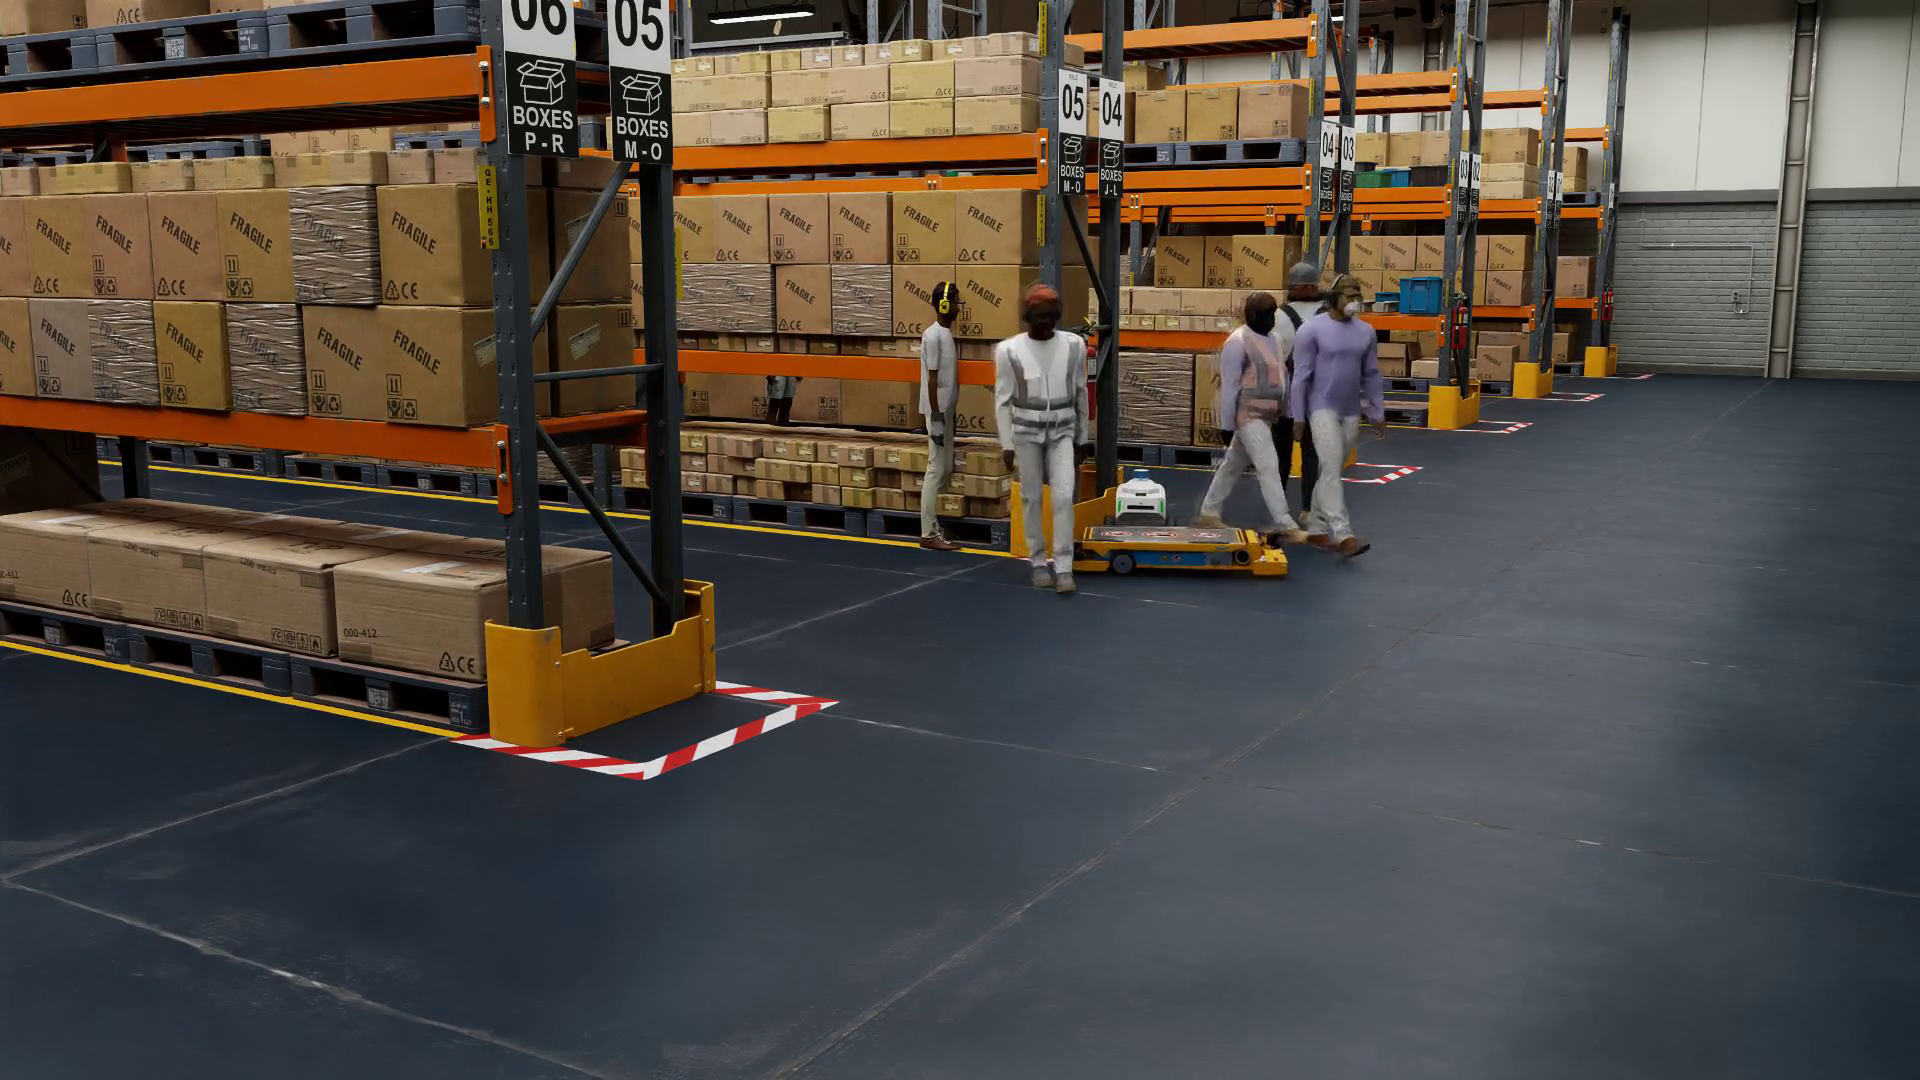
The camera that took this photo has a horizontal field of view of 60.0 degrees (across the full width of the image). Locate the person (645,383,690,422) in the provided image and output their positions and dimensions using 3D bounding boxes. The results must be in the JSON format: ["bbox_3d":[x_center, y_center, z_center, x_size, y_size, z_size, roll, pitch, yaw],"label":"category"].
[{"bbox_3d":[-3.159,-2.014,18.173,0.828,1.893,0.622,5,11,29],"label":"person"}]

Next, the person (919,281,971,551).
[{"bbox_3d":[-0.109,-0.853,11.516,0.333,1.860,0.510,2,10,13],"label":"person"}]

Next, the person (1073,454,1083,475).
[{"bbox_3d":[0.712,-1.347,14.220,0.519,1.920,0.639,4,11,24],"label":"person"}]

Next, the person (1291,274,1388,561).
[{"bbox_3d":[2.605,-0.817,11.171,0.644,1.905,0.859,-5,11,-26],"label":"person"}]

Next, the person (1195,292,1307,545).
[{"bbox_3d":[2.092,-0.880,11.906,0.980,1.787,0.608,7,12,34],"label":"person"}]

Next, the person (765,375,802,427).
[{"bbox_3d":[-1.726,-1.713,16.343,0.371,1.928,0.543,5,11,26],"label":"person"}]

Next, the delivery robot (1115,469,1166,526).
[{"bbox_3d":[1.249,-0.247,11.497,0.477,0.478,0.707,1,10,6],"label":"delivery robot"}]

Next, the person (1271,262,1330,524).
[{"bbox_3d":[2.622,-1.165,12.802,0.700,2.000,1.034,1,10,3],"label":"person"}]

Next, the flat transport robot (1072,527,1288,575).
[{"bbox_3d":[1.382,0.058,10.821,1.431,0.197,0.652,1,10,6],"label":"flat transport robot"}]

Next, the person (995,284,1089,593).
[{"bbox_3d":[0.512,-0.593,9.963,0.592,1.857,0.770,-1,10,-7],"label":"person"}]
